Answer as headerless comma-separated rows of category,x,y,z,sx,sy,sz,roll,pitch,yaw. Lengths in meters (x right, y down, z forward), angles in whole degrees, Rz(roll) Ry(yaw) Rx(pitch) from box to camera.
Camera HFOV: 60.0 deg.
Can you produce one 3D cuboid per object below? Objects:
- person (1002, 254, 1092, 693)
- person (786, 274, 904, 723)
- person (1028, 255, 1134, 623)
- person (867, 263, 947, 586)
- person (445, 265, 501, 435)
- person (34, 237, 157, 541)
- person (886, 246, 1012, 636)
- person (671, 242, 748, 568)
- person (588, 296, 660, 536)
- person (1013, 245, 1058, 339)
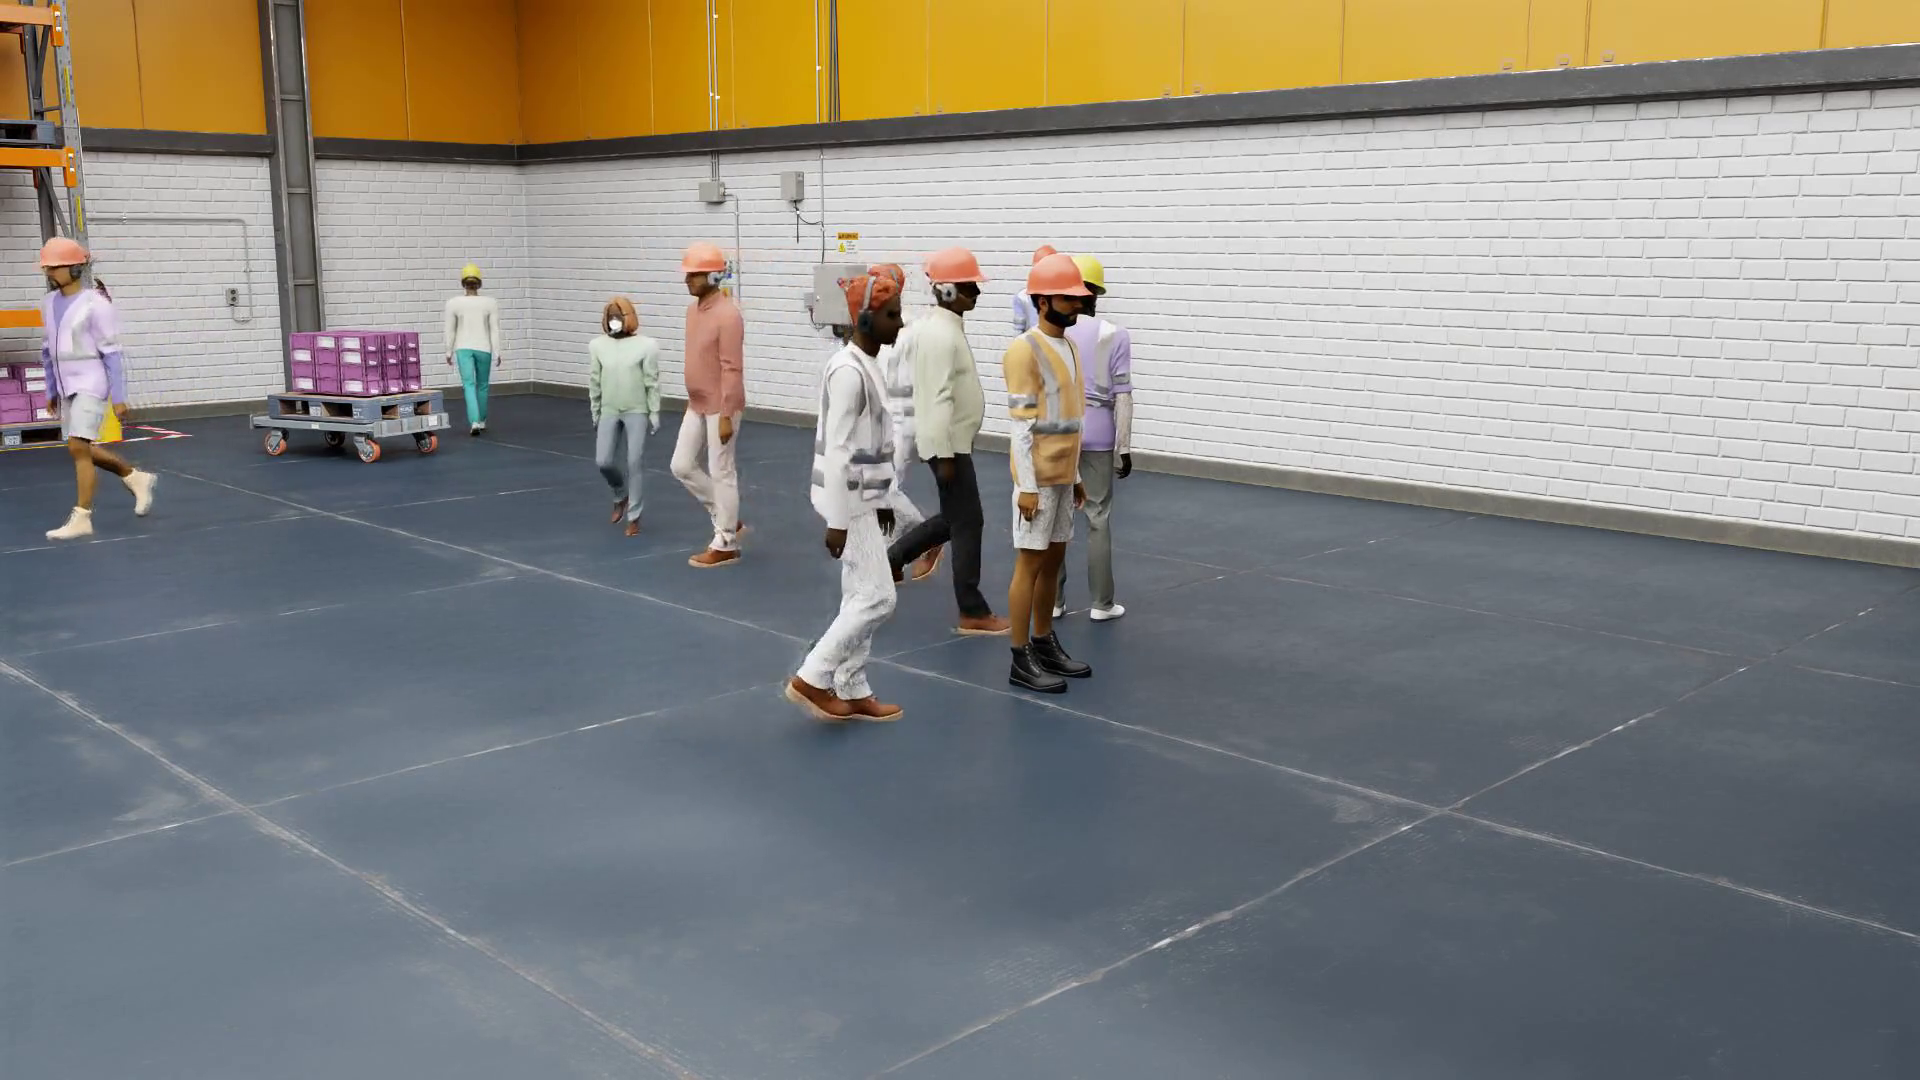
person,0.413,-0.299,7.452,0.361,1.939,0.542,6,12,28
person,-0.421,-0.141,6.785,0.404,1.867,0.618,0,10,1
person,0.625,-0.521,8.726,0.585,1.917,0.382,4,11,19
person,-0.383,-0.632,9.454,0.449,1.867,0.585,-7,13,-34
person,-4.976,-1.945,17.008,0.532,1.725,0.883,-4,11,-20
person,-5.881,-1.039,11.279,0.618,2.020,0.850,6,12,29
person,-0.113,-0.486,8.399,0.769,1.974,0.616,1,10,4
person,-1.522,-0.810,10.118,0.430,1.980,0.647,-7,13,-35
person,-2.270,-0.843,11.289,0.503,1.623,0.382,1,10,4
person,0.727,-1.545,14.248,0.542,1.939,0.366,2,11,9
